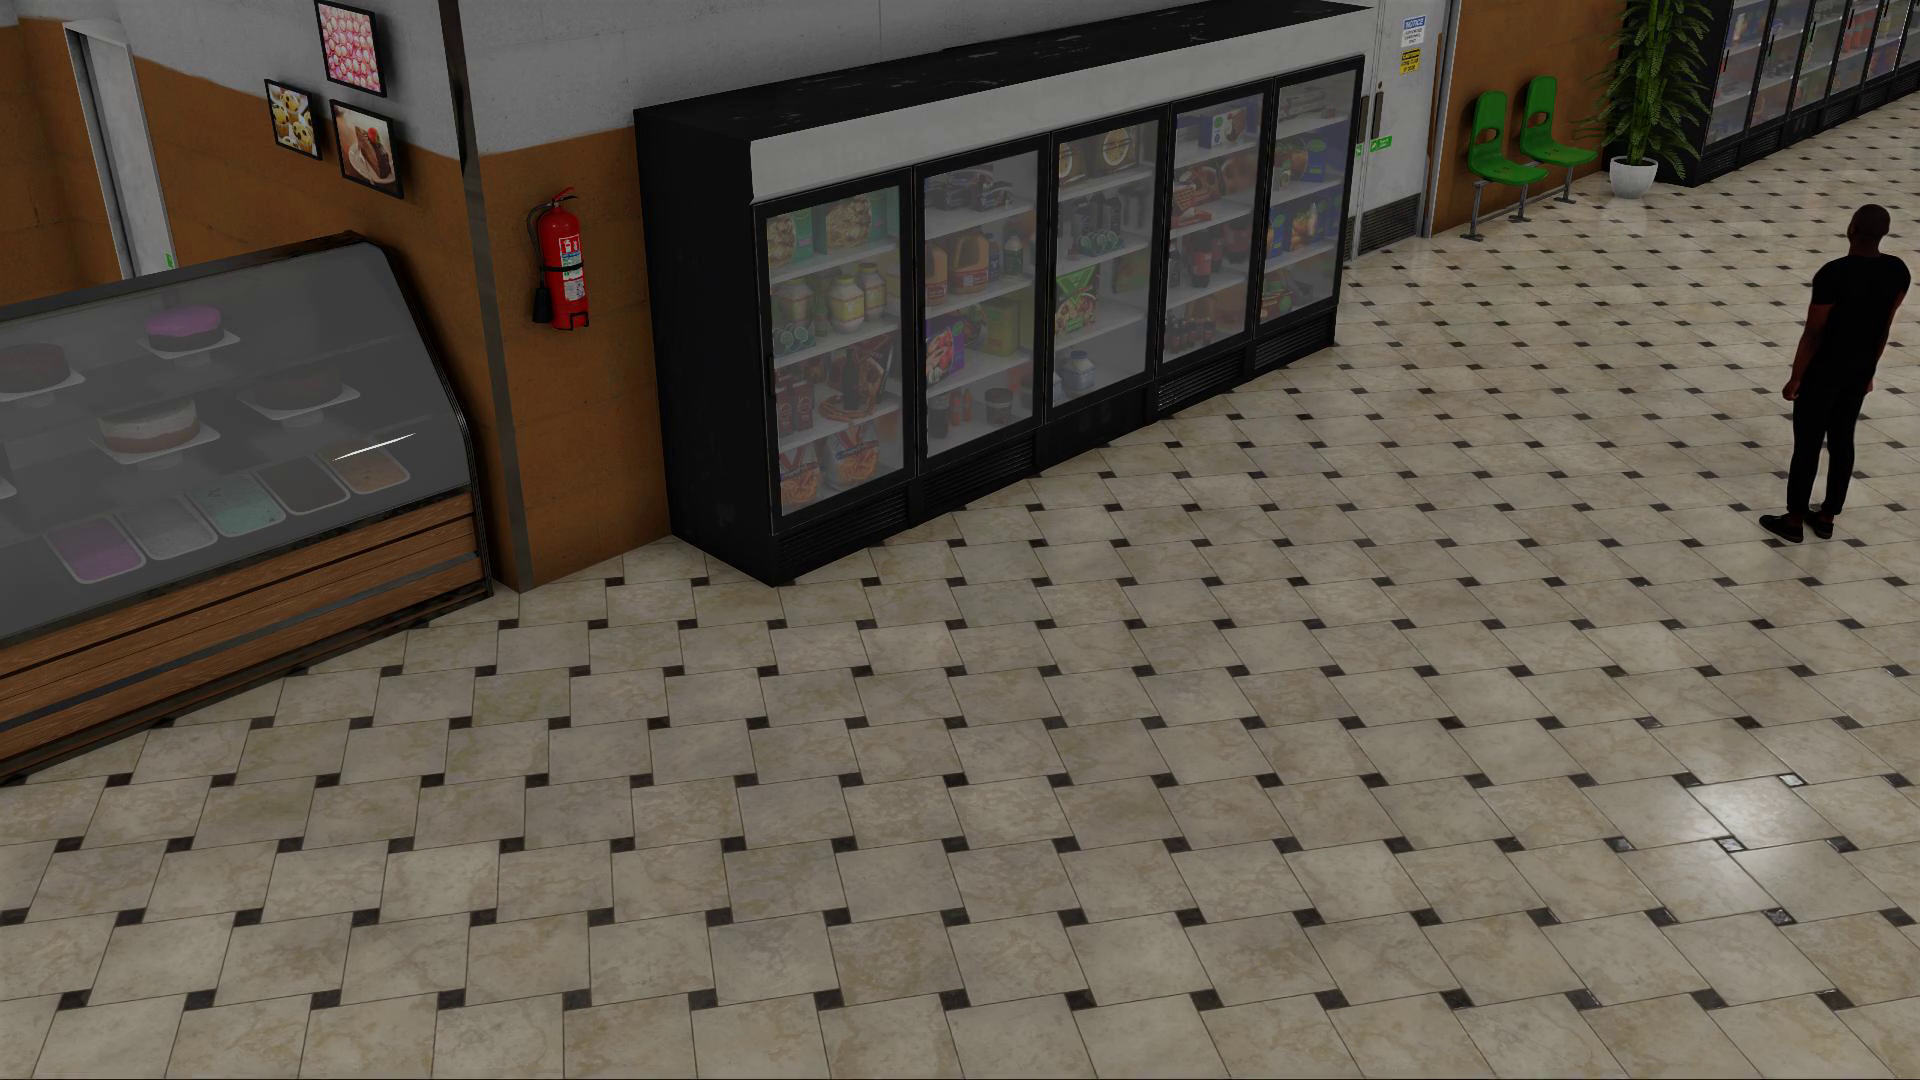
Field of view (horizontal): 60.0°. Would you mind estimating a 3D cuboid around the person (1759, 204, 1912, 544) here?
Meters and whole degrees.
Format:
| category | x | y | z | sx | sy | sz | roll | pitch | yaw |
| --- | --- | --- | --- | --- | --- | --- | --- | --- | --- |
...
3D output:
| category | x | y | z | sx | sy | sz | roll | pitch | yaw |
| --- | --- | --- | --- | --- | --- | --- | --- | --- | --- |
| person | 4.590 | -0.862 | 8.717 | 0.743 | 1.819 | 0.769 | -4 | 27 | -8 |
